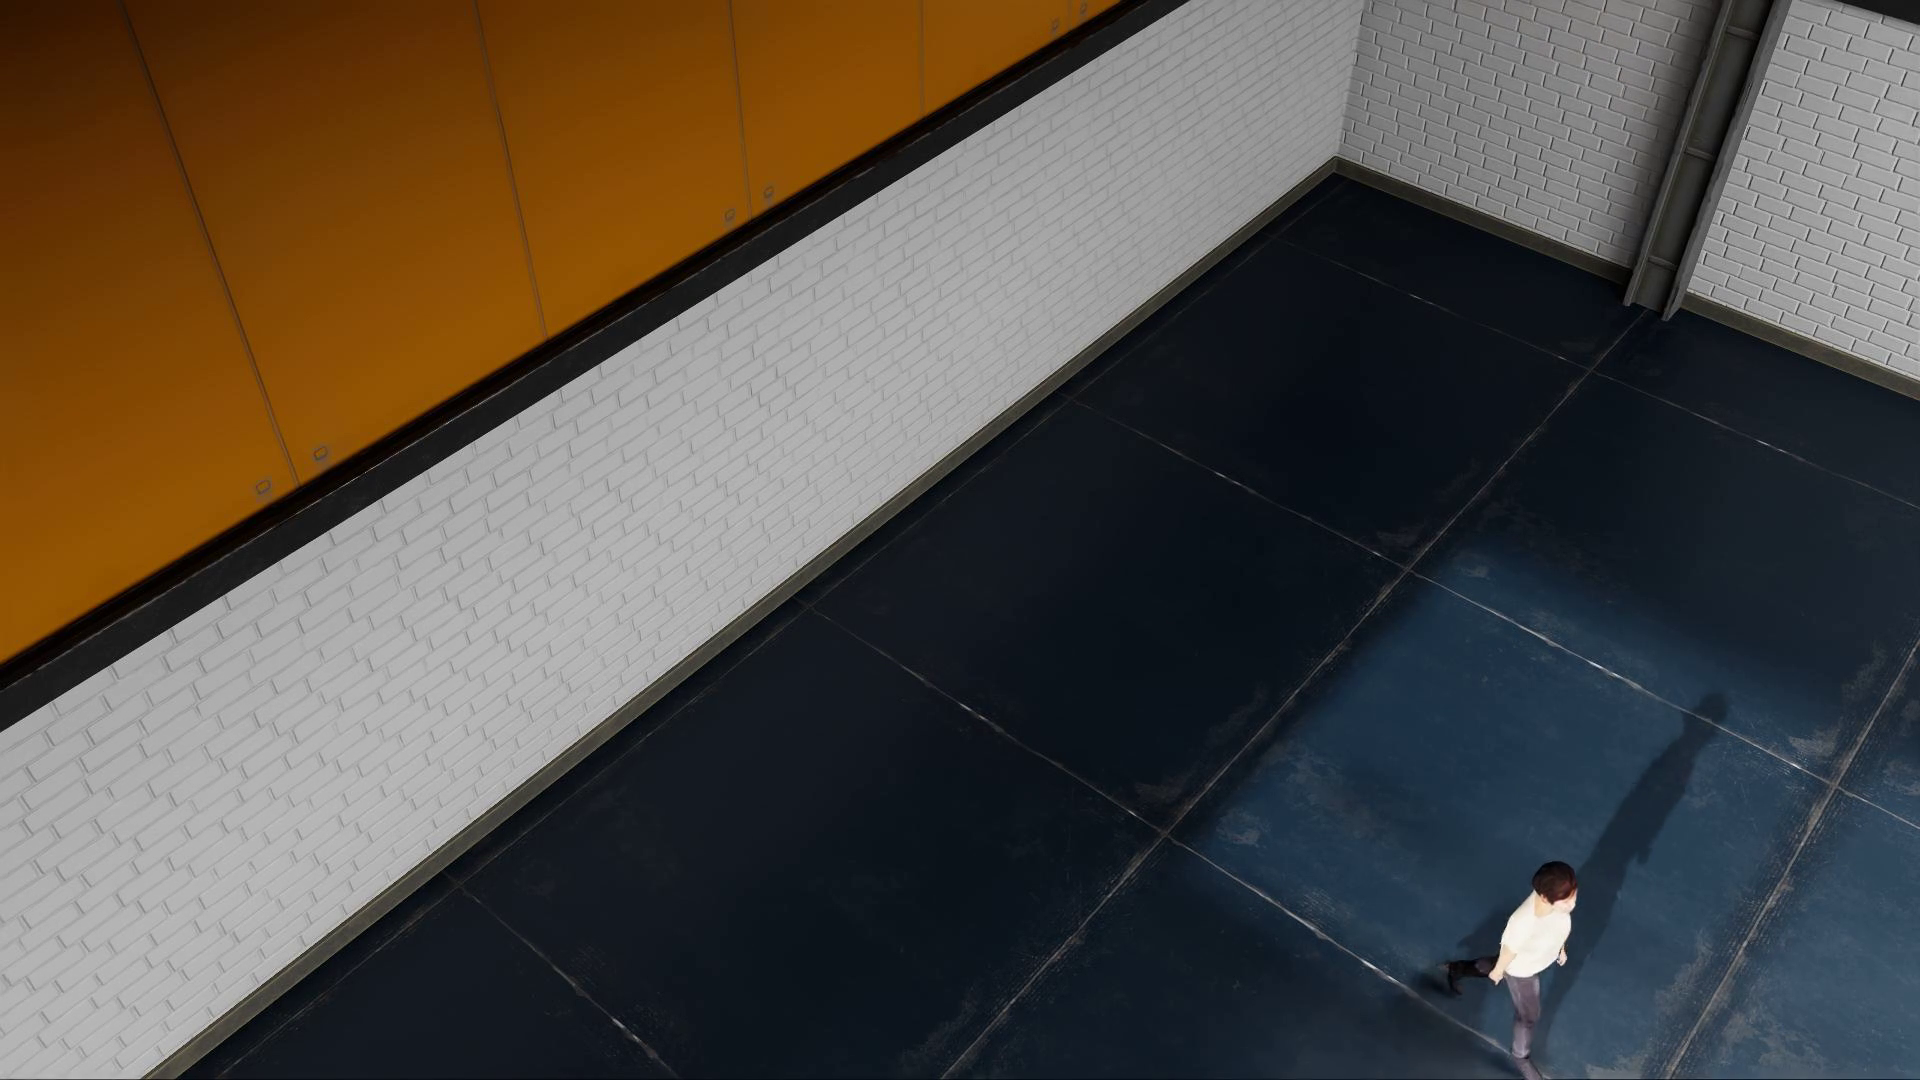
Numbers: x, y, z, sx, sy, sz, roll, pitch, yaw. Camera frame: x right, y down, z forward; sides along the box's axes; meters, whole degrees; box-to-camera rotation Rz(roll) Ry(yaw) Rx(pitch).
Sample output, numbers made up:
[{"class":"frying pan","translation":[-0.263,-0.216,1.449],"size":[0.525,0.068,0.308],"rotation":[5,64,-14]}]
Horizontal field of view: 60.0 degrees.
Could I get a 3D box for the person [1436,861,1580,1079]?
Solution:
[{"class":"person","translation":[2.887,2.125,8.660],"size":[0.669,1.553,1.030],"rotation":[-33,53,-30]}]
